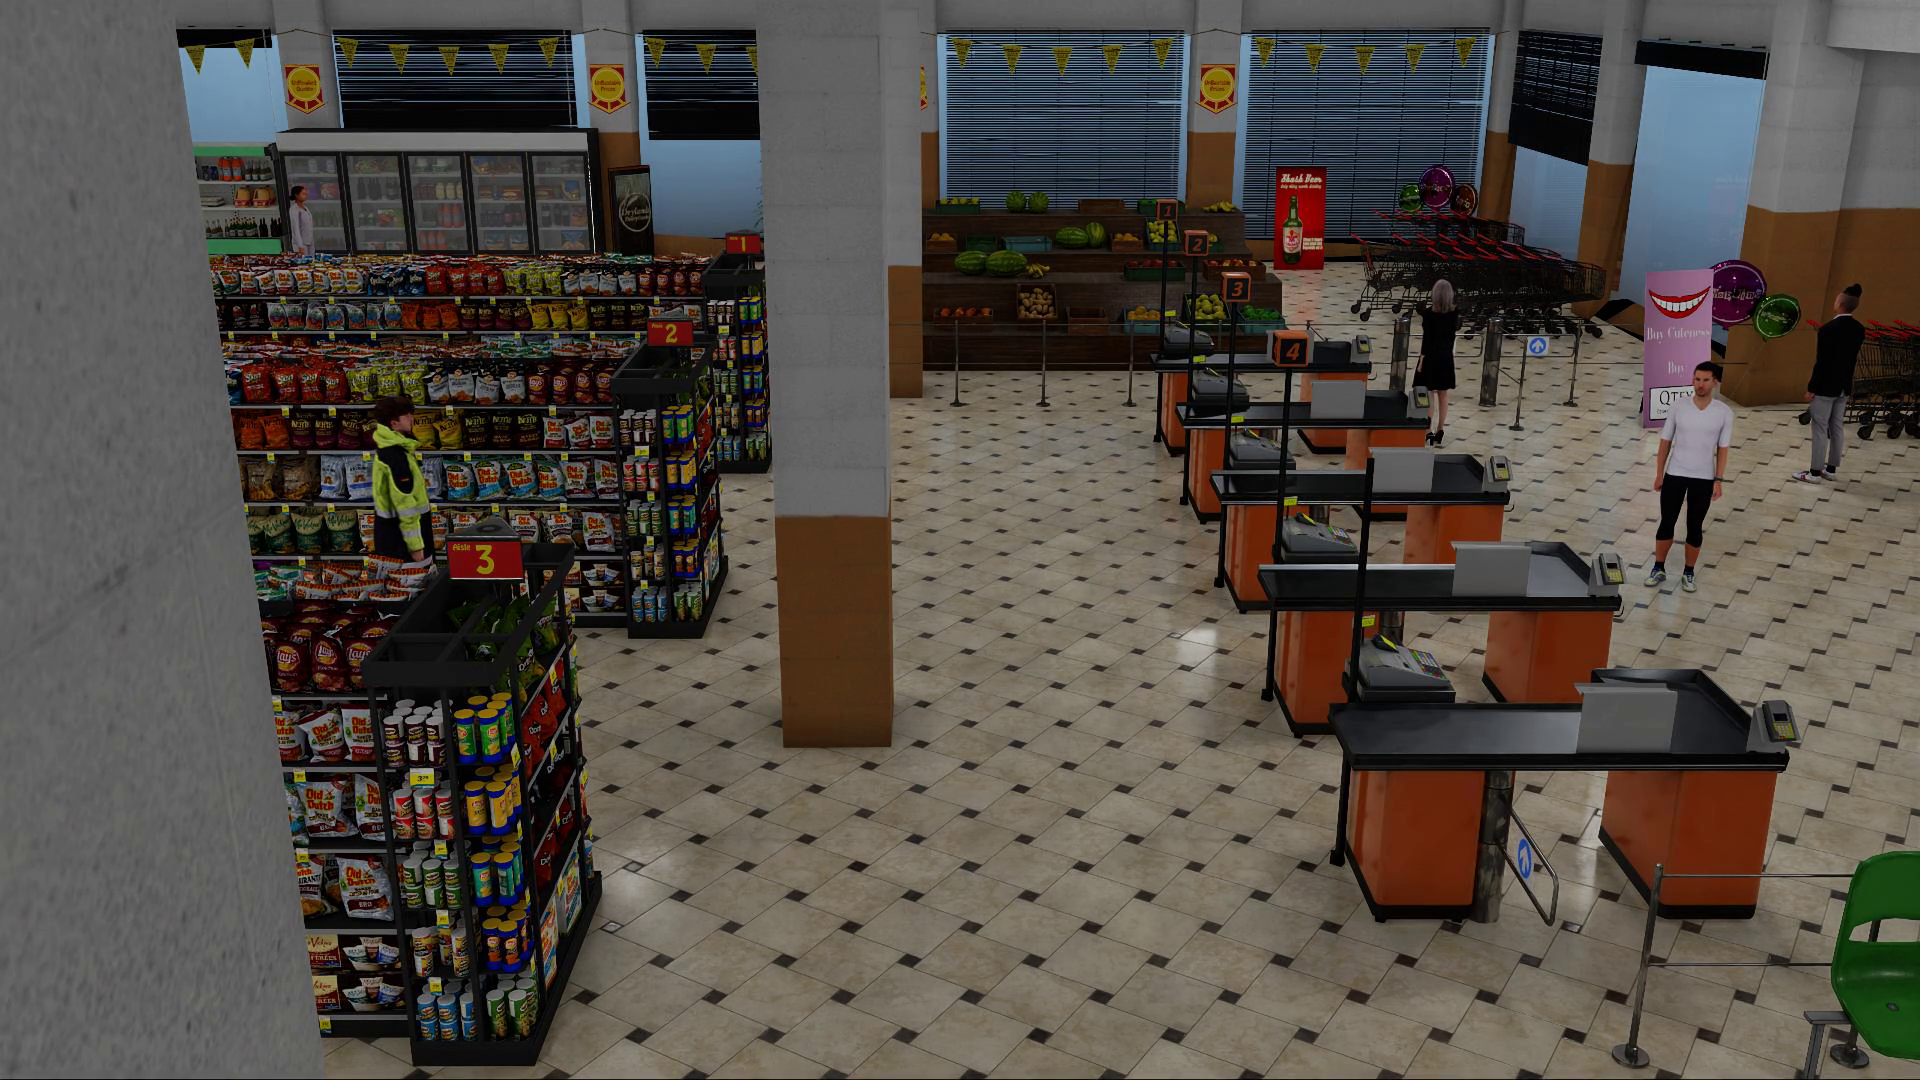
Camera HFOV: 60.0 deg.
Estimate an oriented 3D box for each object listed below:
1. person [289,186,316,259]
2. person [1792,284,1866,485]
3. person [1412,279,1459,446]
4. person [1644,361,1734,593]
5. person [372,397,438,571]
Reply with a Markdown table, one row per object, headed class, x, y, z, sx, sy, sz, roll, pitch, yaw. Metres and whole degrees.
| class | x | y | z | sx | sy | sz | roll | pitch | yaw |
| --- | --- | --- | --- | --- | --- | --- | --- | --- | --- |
| person | -10.013 | -4.518 | 25.328 | 0.563 | 1.735 | 0.632 | 1 | 19 | 4 |
| person | 8.451 | -1.519 | 16.097 | 0.688 | 1.950 | 0.852 | -8 | 20 | -23 |
| person | 4.995 | -1.869 | 17.454 | 0.621 | 1.747 | 0.739 | -7 | 20 | -20 |
| person | 5.835 | -0.523 | 13.297 | 0.678 | 1.852 | 0.810 | 9 | 21 | 26 |
| person | -3.917 | -0.045 | 11.680 | 0.840 | 1.980 | 0.869 | -9 | 21 | -26 |
